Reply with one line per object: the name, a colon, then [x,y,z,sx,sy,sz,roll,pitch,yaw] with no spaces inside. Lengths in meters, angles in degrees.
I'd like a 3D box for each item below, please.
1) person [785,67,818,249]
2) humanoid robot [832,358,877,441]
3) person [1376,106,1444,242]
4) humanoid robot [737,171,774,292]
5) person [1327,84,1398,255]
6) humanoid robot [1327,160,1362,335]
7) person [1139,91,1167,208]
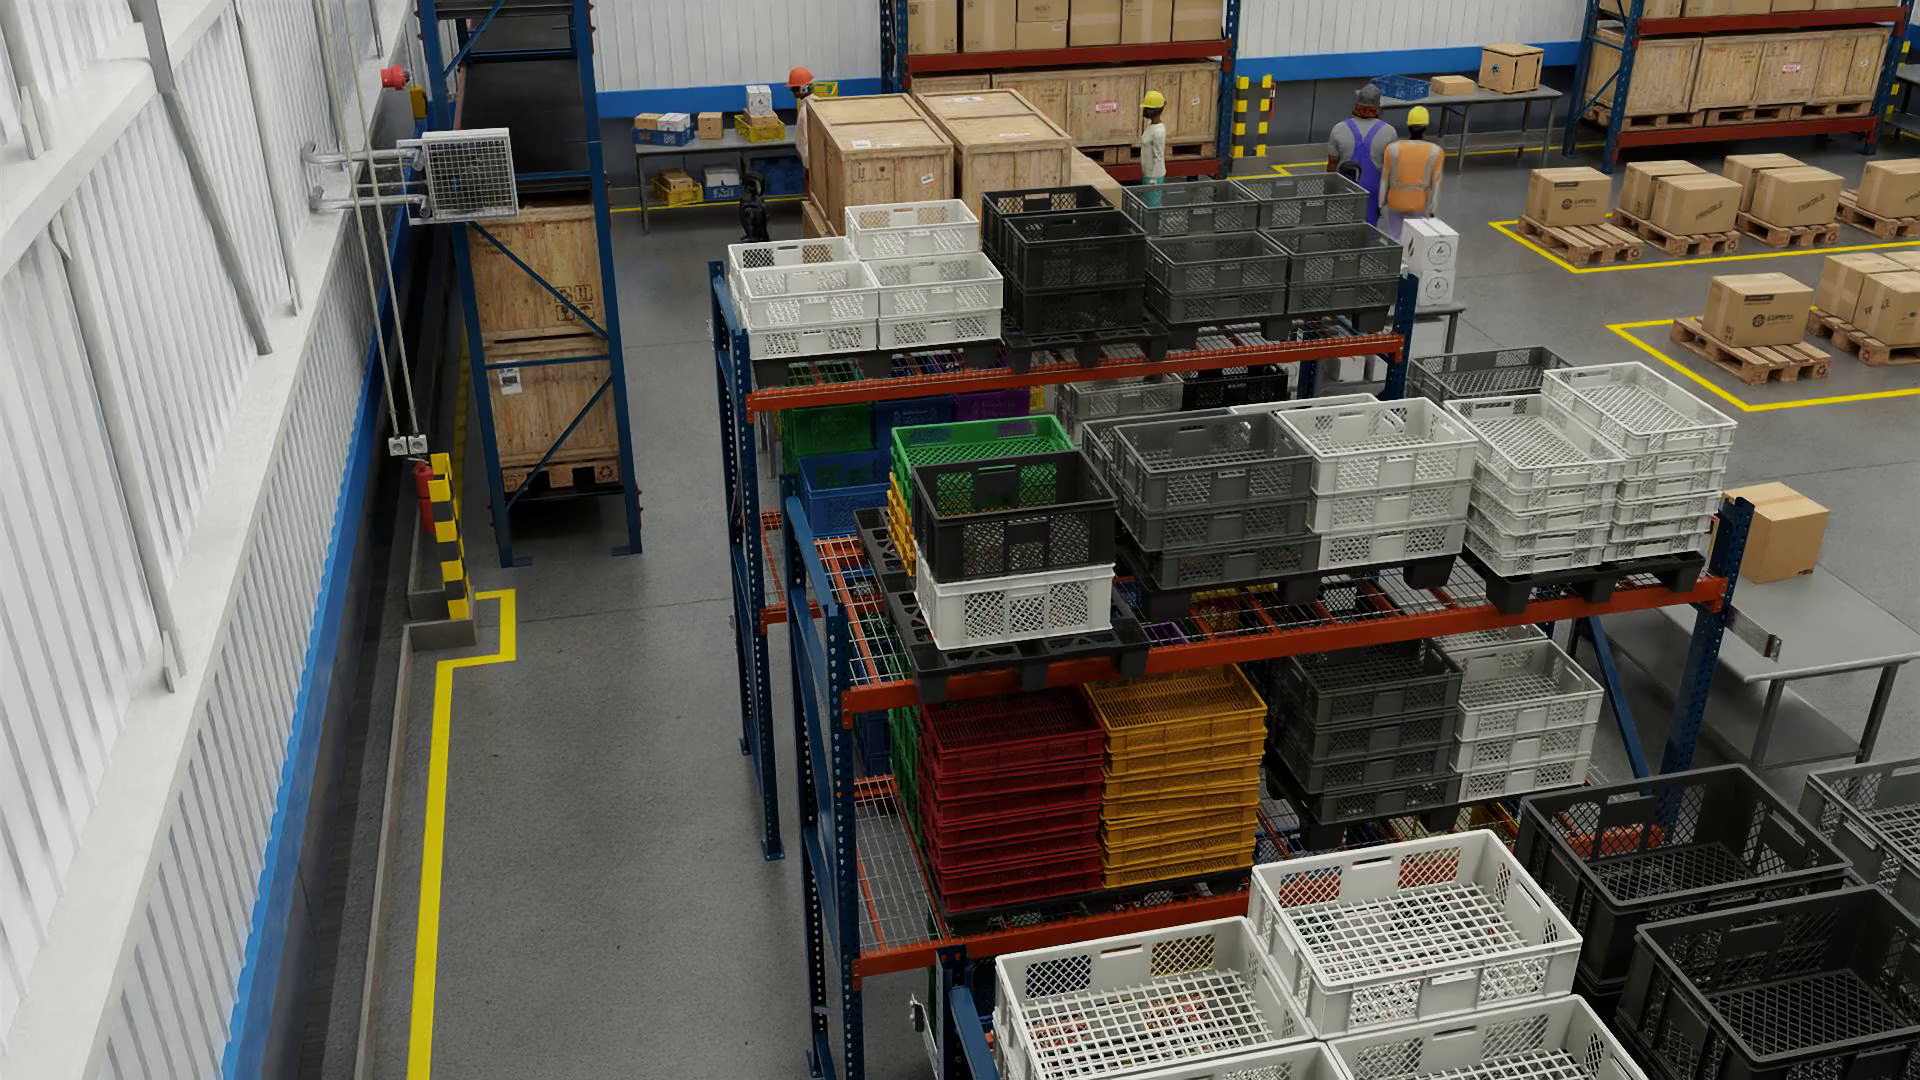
person: [-1.643,-4.139,18.076,0.430,1.977,0.599,1,28,1]
humanoid robot: [-0.768,-0.752,11.980,0.486,1.644,0.591,-13,31,-24]
person: [4.500,-3.395,16.731,0.590,1.905,0.464,7,29,12]
humanoid robot: [-1.908,-2.617,15.500,0.333,1.649,0.576,3,28,6]
person: [4.098,-3.662,17.096,0.688,2.000,0.539,6,28,11]
humanoid robot: [3.592,-2.783,15.815,0.329,1.651,0.578,2,28,4]
person: [2.051,-3.941,17.917,0.310,1.768,0.528,-2,28,-5]
